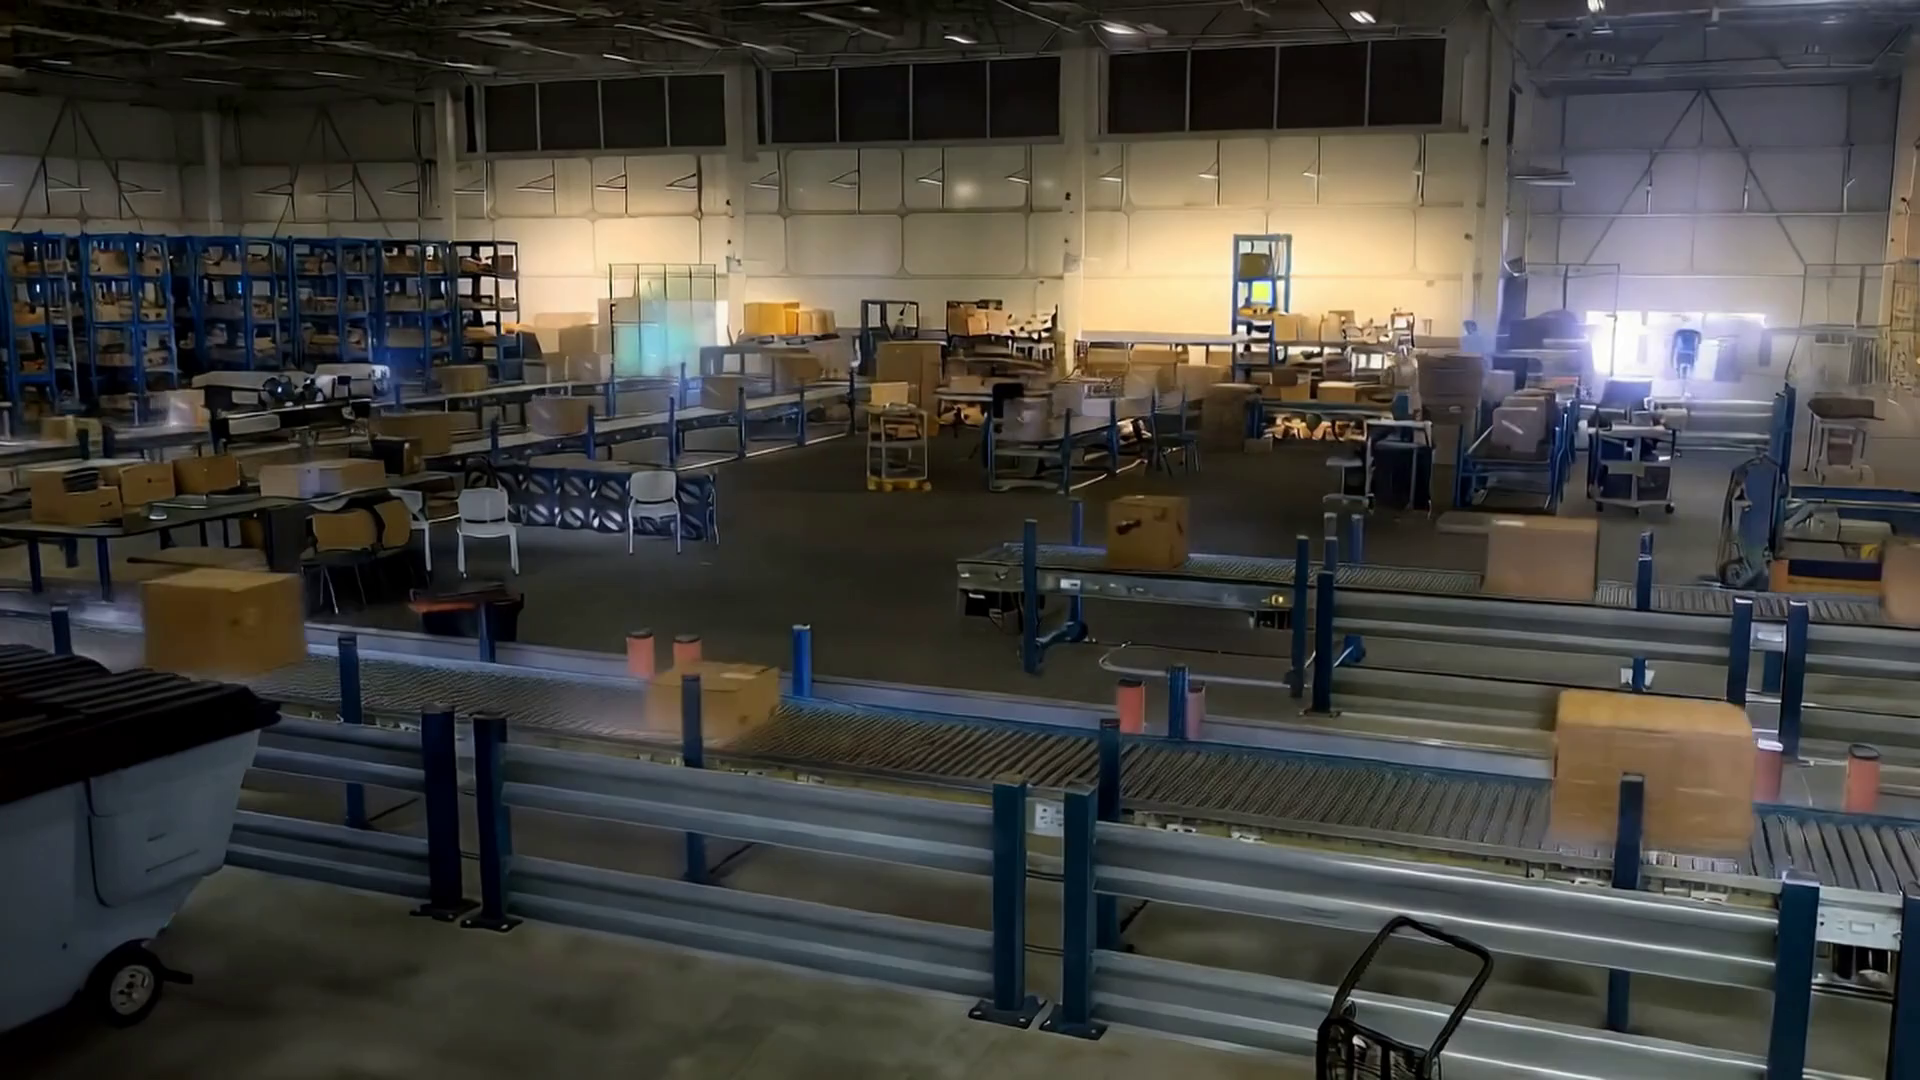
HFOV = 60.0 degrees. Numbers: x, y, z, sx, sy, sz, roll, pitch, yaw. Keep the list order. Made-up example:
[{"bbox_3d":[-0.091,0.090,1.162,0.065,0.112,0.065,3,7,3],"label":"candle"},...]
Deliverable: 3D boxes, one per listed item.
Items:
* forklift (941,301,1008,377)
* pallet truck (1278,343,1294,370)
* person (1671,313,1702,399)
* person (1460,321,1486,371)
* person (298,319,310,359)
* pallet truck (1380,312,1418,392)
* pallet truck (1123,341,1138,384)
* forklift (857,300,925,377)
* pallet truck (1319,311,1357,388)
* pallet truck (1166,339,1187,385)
[{"bbox_3d":[0.365,-4.966,41.571,1.157,1.987,2.680,3,10,20],"label":"forklift"},{"bbox_3d":[7.886,-4.163,39.743,0.653,1.274,1.630,4,10,22],"label":"pallet truck"},{"bbox_3d":[15.740,-3.908,36.046,0.606,2.024,0.677,1,9,5],"label":"person"},{"bbox_3d":[11.034,-3.816,36.008,0.887,1.849,0.667,-1,9,-5],"label":"person"},{"bbox_3d":[-16.708,-4.868,42.382,0.579,1.833,0.436,2,10,12],"label":"person"},{"bbox_3d":[10.207,-4.283,38.369,0.823,1.965,1.885,3,10,20],"label":"pallet truck"},{"bbox_3d":[4.445,-4.380,41.279,0.680,1.201,1.601,4,10,22],"label":"pallet truck"},{"bbox_3d":[-1.732,-5.109,42.468,1.157,1.987,2.680,4,10,22],"label":"forklift"},{"bbox_3d":[9.071,-4.419,39.190,0.823,1.965,1.885,5,10,26],"label":"pallet truck"},{"bbox_3d":[5.418,-4.269,40.420,0.704,1.261,1.522,3,10,20],"label":"pallet truck"}]
